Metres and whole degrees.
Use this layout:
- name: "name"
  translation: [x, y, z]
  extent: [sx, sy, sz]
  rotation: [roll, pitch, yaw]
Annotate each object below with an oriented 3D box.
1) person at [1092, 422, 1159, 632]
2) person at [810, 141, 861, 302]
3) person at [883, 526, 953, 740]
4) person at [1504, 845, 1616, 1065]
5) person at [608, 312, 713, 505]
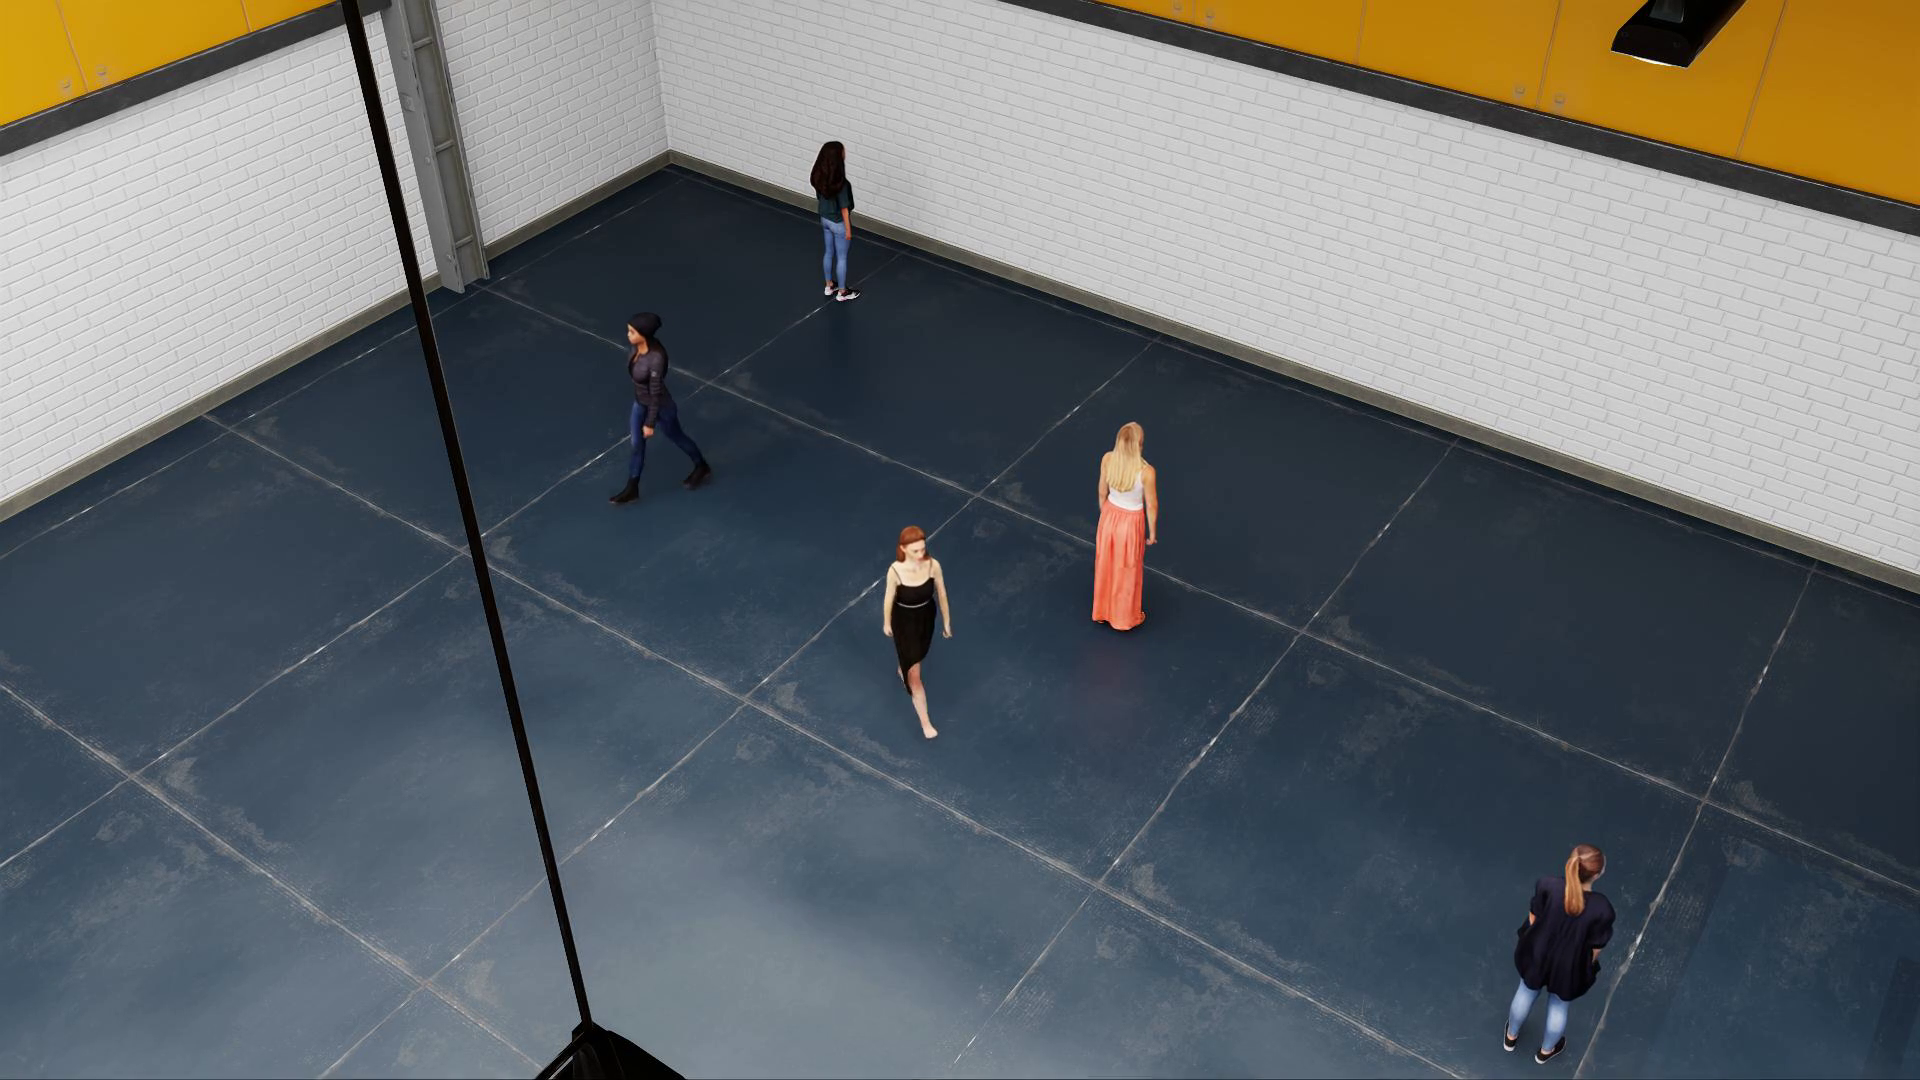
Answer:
- name: "person"
  translation: [1.192, -0.098, 12.189]
  extent: [0.629, 1.802, 0.565]
  rotation: [25, 45, 28]
- name: "person"
  translation: [-1.207, -3.094, 16.089]
  extent: [0.649, 1.616, 0.647]
  rotation: [-30, 48, -32]
- name: "person"
  translation: [-0.351, 0.520, 11.591]
  extent: [1.096, 1.583, 1.011]
  rotation: [-15, 41, -18]
- name: "person"
  translation: [3.327, 2.312, 9.268]
  extent: [0.625, 1.683, 0.552]
  rotation: [25, 45, 28]
- name: "person"
  translation: [-2.376, -1.070, 13.489]
  extent: [1.234, 1.700, 0.896]
  rotation: [-23, 44, -27]
